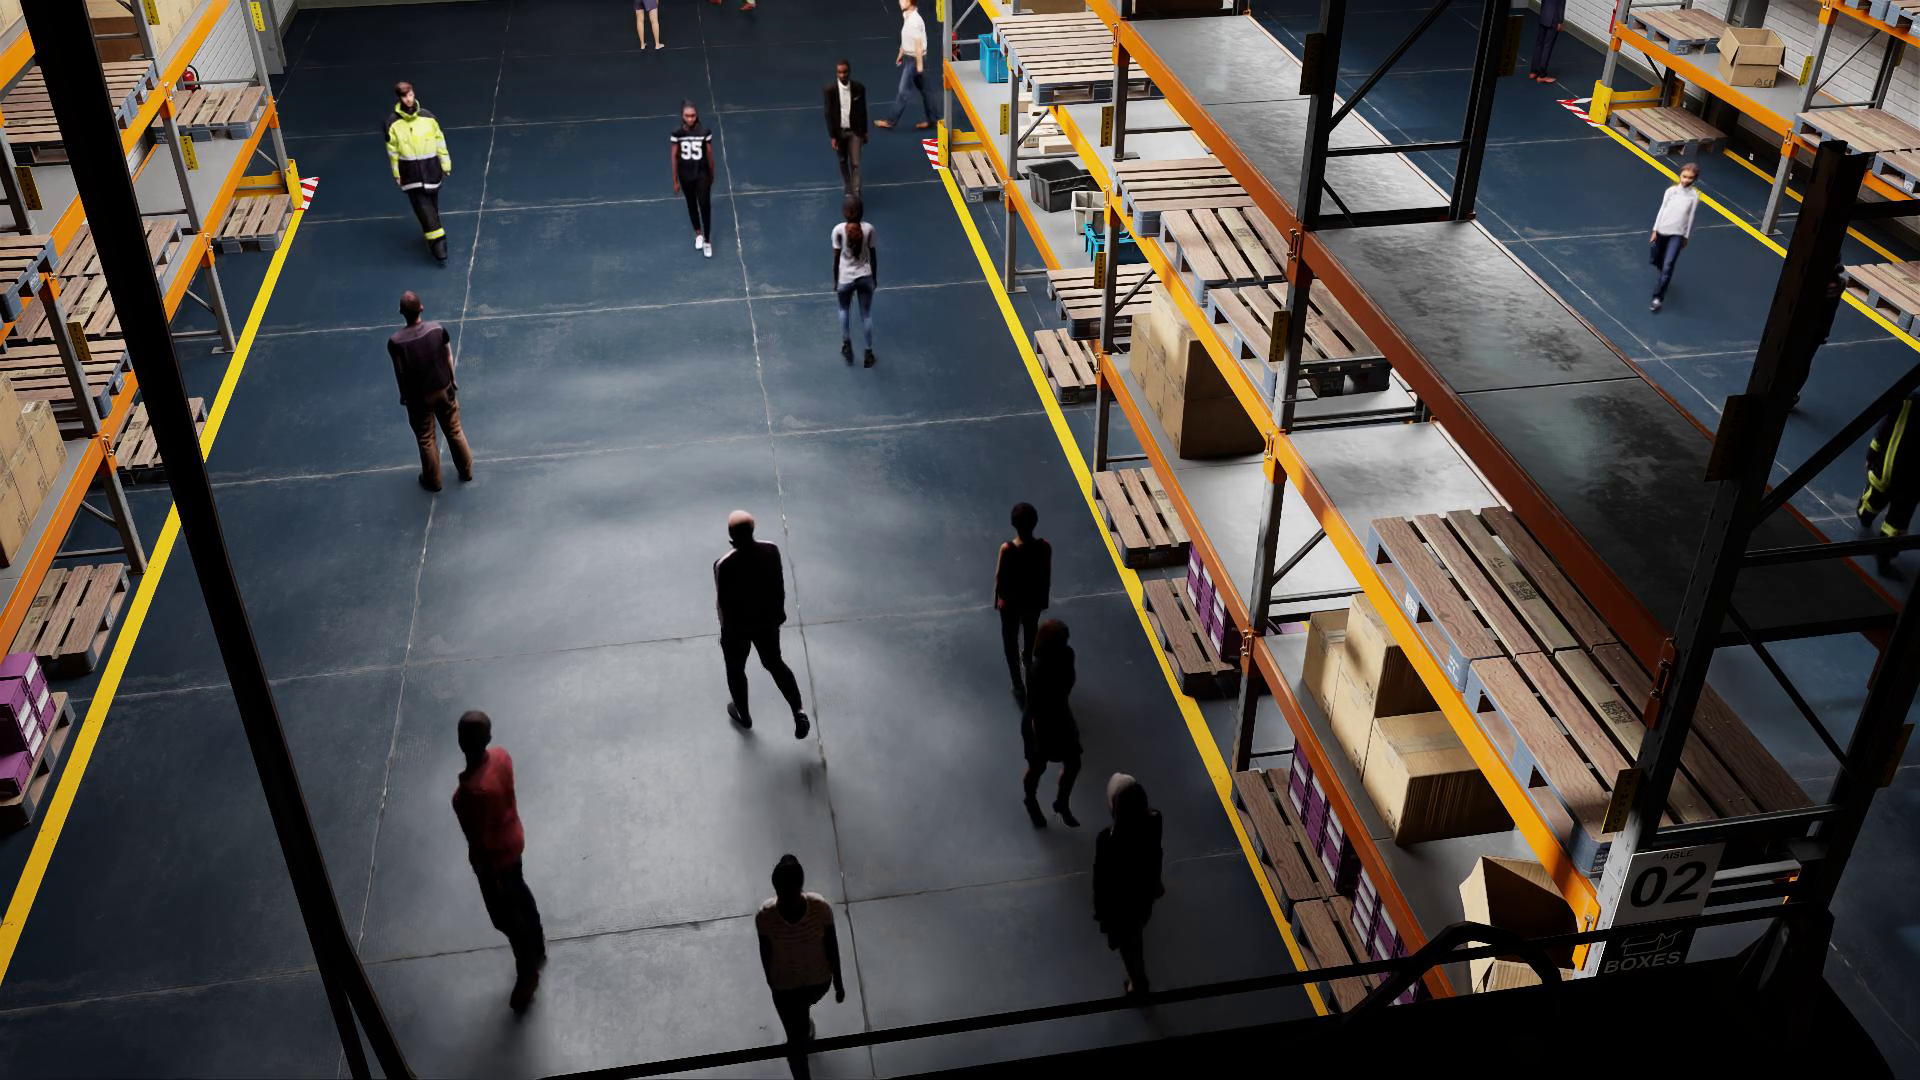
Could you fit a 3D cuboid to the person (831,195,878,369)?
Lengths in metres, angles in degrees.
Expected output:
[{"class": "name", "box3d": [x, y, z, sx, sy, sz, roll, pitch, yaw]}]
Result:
[{"class": "person", "box3d": [-1.022, -2.516, 16.253, 0.604, 1.713, 0.626, -5, 34, -7]}]

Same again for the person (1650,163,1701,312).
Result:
[{"class": "person", "box3d": [7.503, -3.242, 17.502, 0.935, 1.539, 0.997, 20, 39, 27]}]

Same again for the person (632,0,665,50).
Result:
[{"class": "person", "box3d": [-4.717, -8.141, 24.848, 0.634, 1.567, 0.634, 6, 34, 9]}]

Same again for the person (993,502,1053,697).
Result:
[{"class": "person", "box3d": [0.450, 0.437, 11.972, 0.573, 1.534, 0.882, -5, 34, -7]}]

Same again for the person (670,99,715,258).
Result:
[{"class": "person", "box3d": [-2.975, -4.095, 18.627, 0.651, 1.715, 0.818, -2, 34, -3]}]

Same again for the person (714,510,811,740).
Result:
[{"class": "person", "box3d": [-1.374, 0.641, 11.412, 0.964, 1.814, 1.149, -23, 40, -30]}]

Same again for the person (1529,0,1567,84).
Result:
[{"class": "person", "box3d": [8.349, -7.364, 23.533, 0.720, 1.727, 0.519, -11, 35, -15]}]

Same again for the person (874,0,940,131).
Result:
[{"class": "person", "box3d": [-0.483, -6.274, 21.811, 0.766, 1.820, 1.064, -3, 34, -5]}]

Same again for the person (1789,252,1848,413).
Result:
[{"class": "person", "box3d": [7.872, -1.926, 15.413, 0.645, 1.659, 0.585, -6, 34, -8]}]

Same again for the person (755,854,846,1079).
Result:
[{"class": "person", "box3d": [-0.870, 2.311, 9.086, 0.640, 1.608, 1.113, -8, 34, -11]}]

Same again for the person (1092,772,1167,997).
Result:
[{"class": "person", "box3d": [0.983, 2.057, 9.358, 0.726, 1.730, 0.789, -14, 36, -20]}]

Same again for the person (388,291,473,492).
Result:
[{"class": "person", "box3d": [-4.564, -1.288, 14.288, 0.765, 1.842, 0.743, -21, 39, -28]}]

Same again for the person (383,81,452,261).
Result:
[{"class": "person", "box3d": [-6.017, -4.143, 18.499, 1.112, 1.936, 1.355, -20, 39, -28]}]

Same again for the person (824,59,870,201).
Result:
[{"class": "person", "box3d": [-1.358, -4.819, 19.689, 0.767, 1.745, 1.234, -2, 34, -3]}]

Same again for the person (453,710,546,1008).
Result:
[{"class": "person", "box3d": [-2.645, 1.839, 9.621, 0.960, 1.802, 0.609, -5, 34, -8]}]

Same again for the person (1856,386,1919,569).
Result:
[{"class": "person", "box3d": [7.578, -0.620, 13.297, 1.146, 1.828, 1.276, 14, 36, 20]}]

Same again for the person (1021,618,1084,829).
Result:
[{"class": "person", "box3d": [0.500, 1.166, 10.731, 0.783, 1.693, 0.732, 28, 43, 35]}]

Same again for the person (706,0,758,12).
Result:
[{"class": "person", "box3d": [-3.584, -9.304, 26.356, 1.163, 1.835, 1.284, 12, 35, 17]}]
